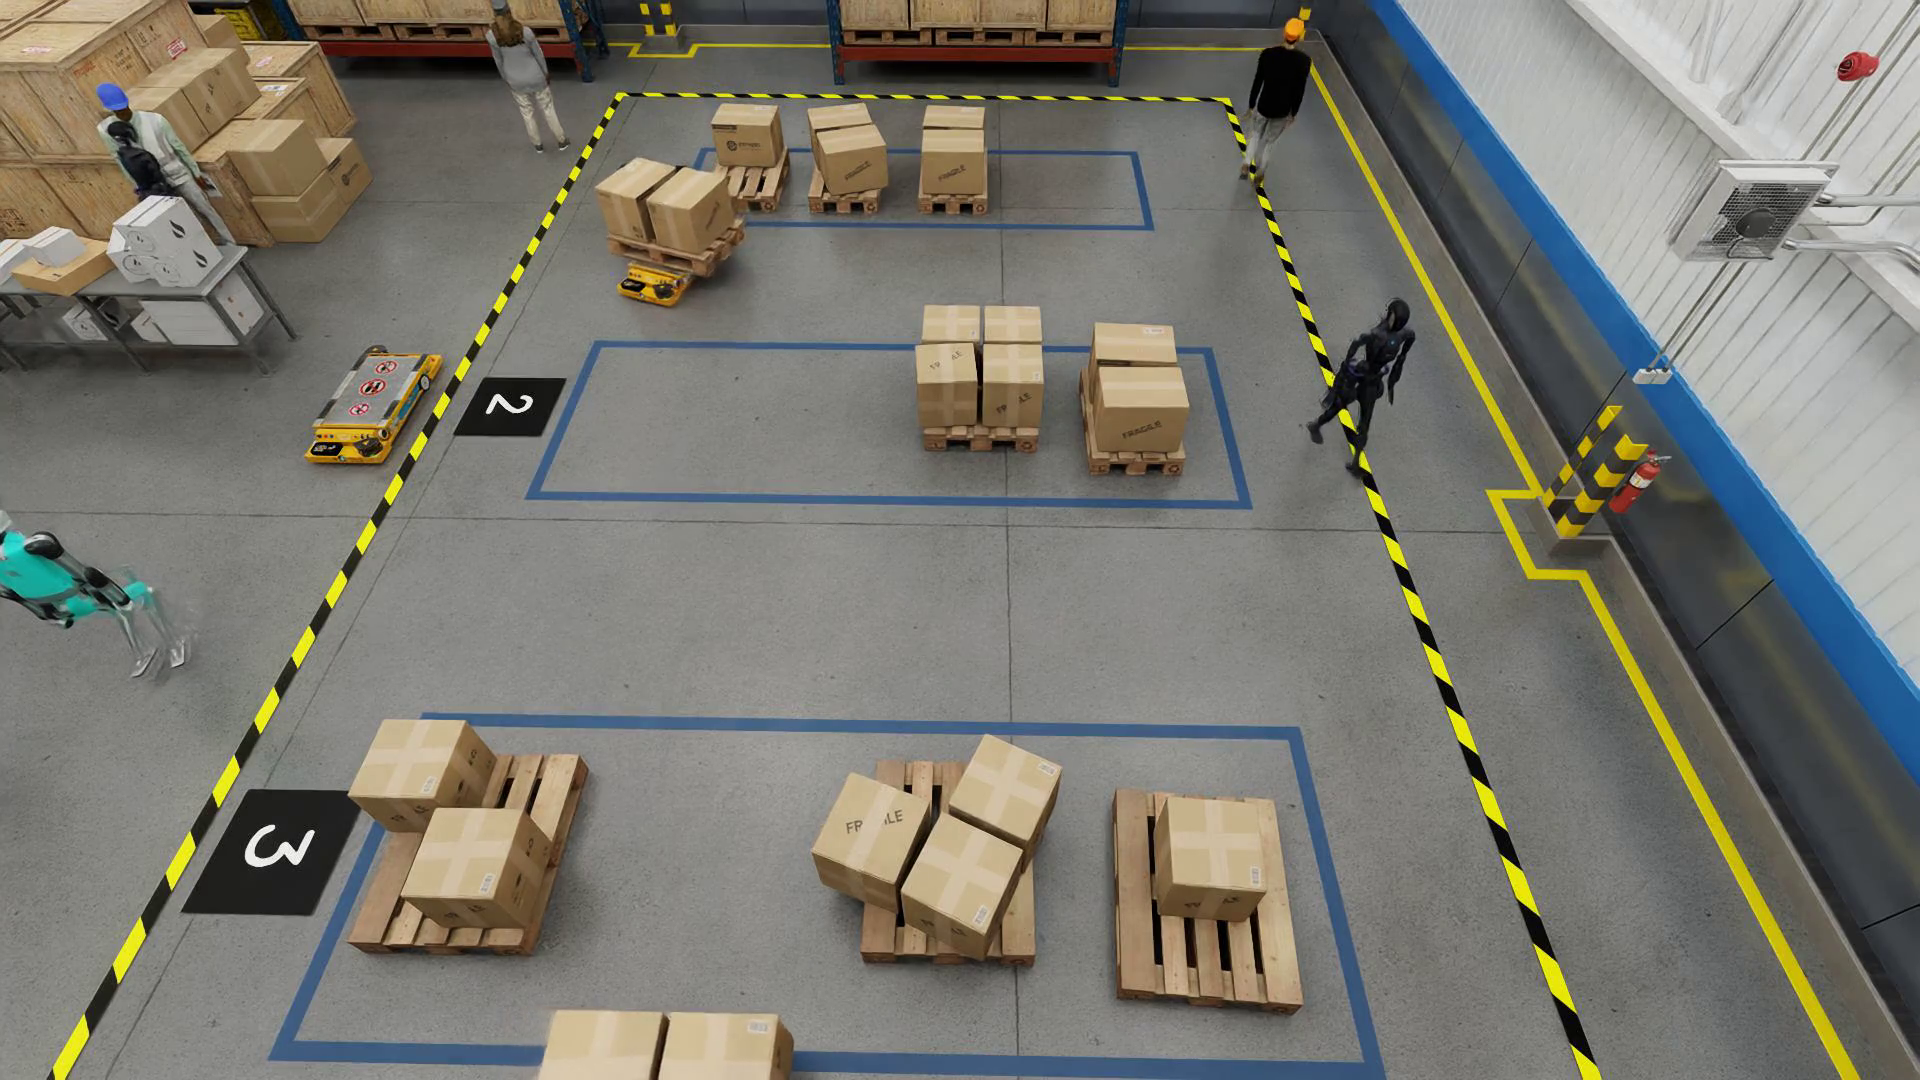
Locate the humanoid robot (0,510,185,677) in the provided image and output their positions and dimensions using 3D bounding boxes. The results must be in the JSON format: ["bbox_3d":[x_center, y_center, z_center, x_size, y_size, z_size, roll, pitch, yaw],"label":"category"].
[{"bbox_3d":[-5.809,0.263,6.094,0.533,1.677,0.735,-12,51,-10],"label":"humanoid robot"}]

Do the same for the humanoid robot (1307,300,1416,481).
[{"bbox_3d":[3.329,-1.278,7.555,0.601,1.621,0.791,-7,50,-6],"label":"humanoid robot"}]

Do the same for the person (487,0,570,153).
[{"bbox_3d":[-5.267,-5.607,11.130,0.564,1.765,0.401,-8,50,-7],"label":"person"}]

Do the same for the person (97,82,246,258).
[{"bbox_3d":[-8.133,-3.708,9.414,0.610,1.939,0.415,-25,54,-19],"label":"person"}]

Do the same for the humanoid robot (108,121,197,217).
[{"bbox_3d":[-8.093,-3.399,9.325,0.608,1.646,0.398,20,53,16],"label":"humanoid robot"}]

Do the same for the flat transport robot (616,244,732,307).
[{"bbox_3d":[-3.052,-3.076,9.952,0.652,0.197,1.431,17,52,14],"label":"flat transport robot"}]

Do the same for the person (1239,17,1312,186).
[{"bbox_3d":[3.608,-4.975,10.525,0.578,1.873,0.449,24,54,19],"label":"person"}]

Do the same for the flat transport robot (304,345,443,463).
[{"bbox_3d":[-5.383,-1.269,8.441,0.659,0.231,1.431,1,50,1],"label":"flat transport robot"}]
